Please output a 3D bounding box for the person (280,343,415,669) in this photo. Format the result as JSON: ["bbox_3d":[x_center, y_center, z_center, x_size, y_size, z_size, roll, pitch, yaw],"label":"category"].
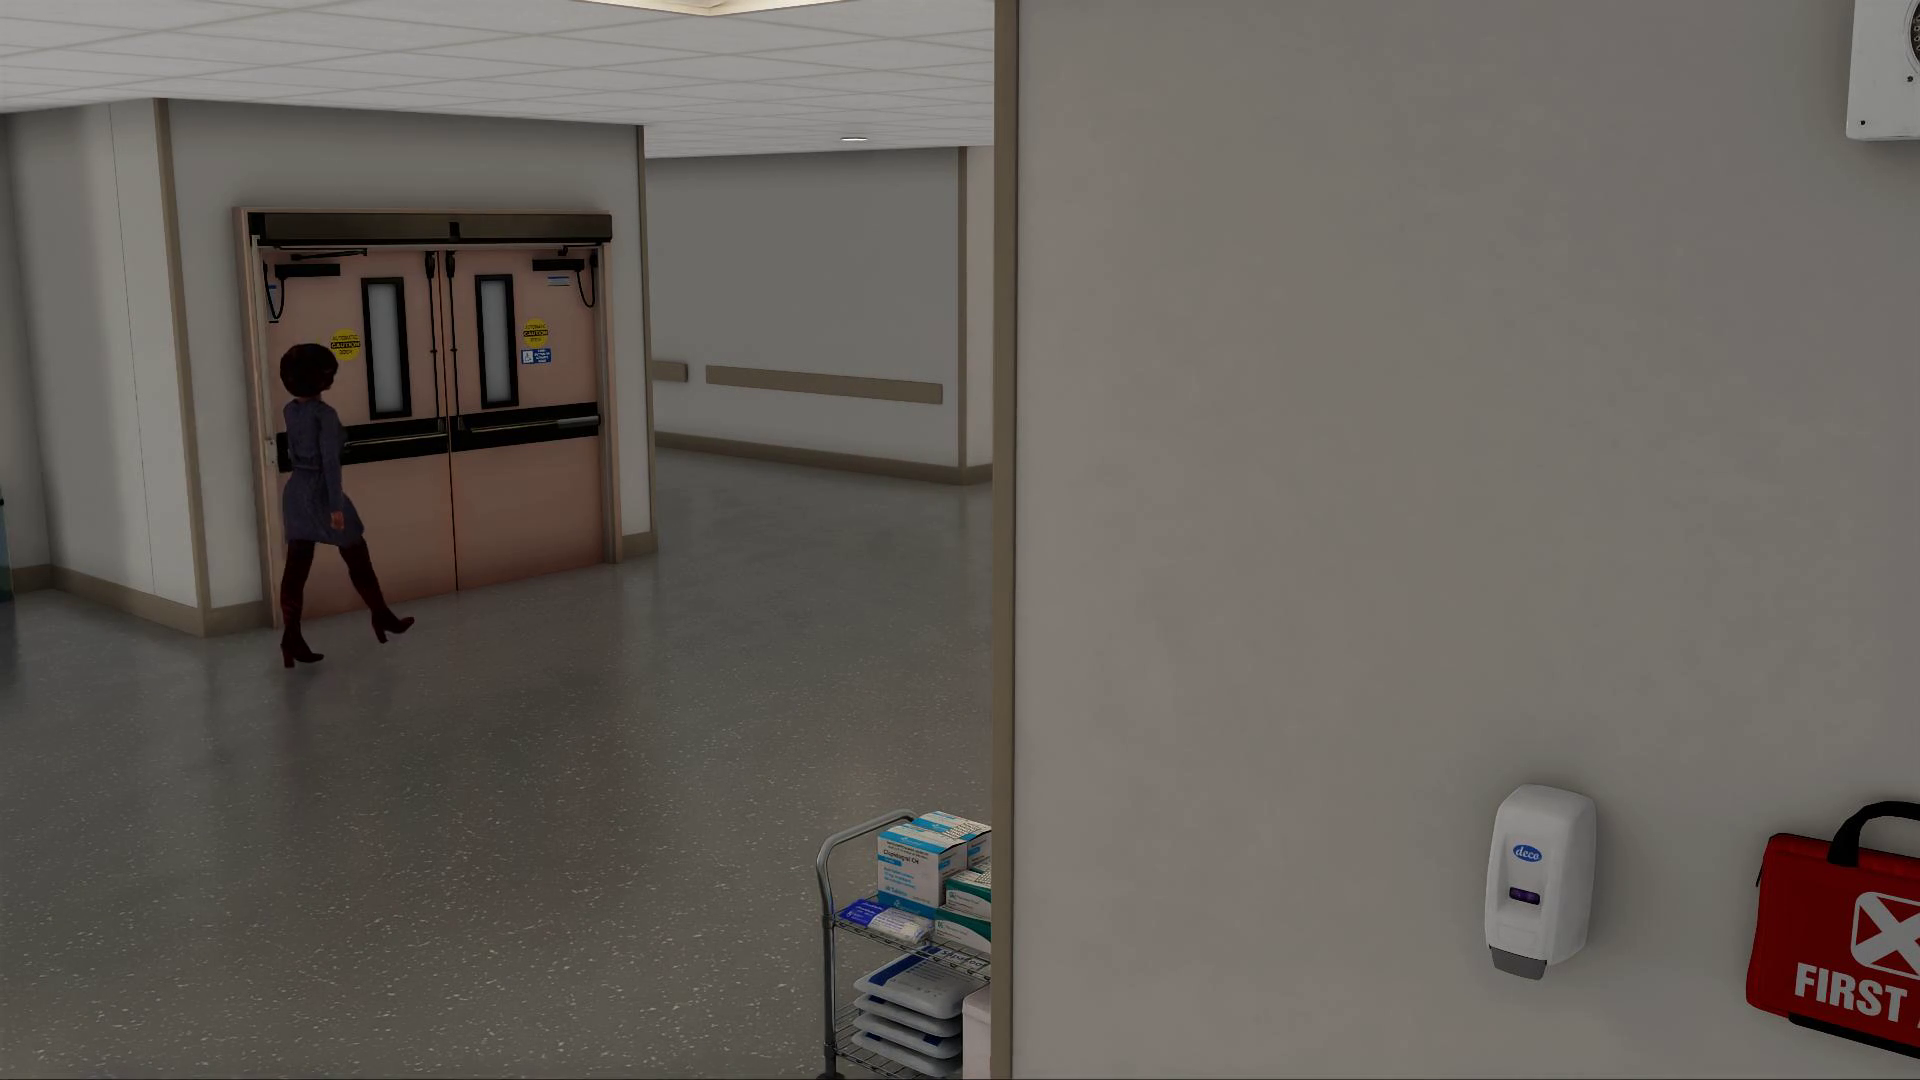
[{"bbox_3d":[-3.437,-0.151,8.699,0.703,1.681,1.029,7,13,31],"label":"person"}]
